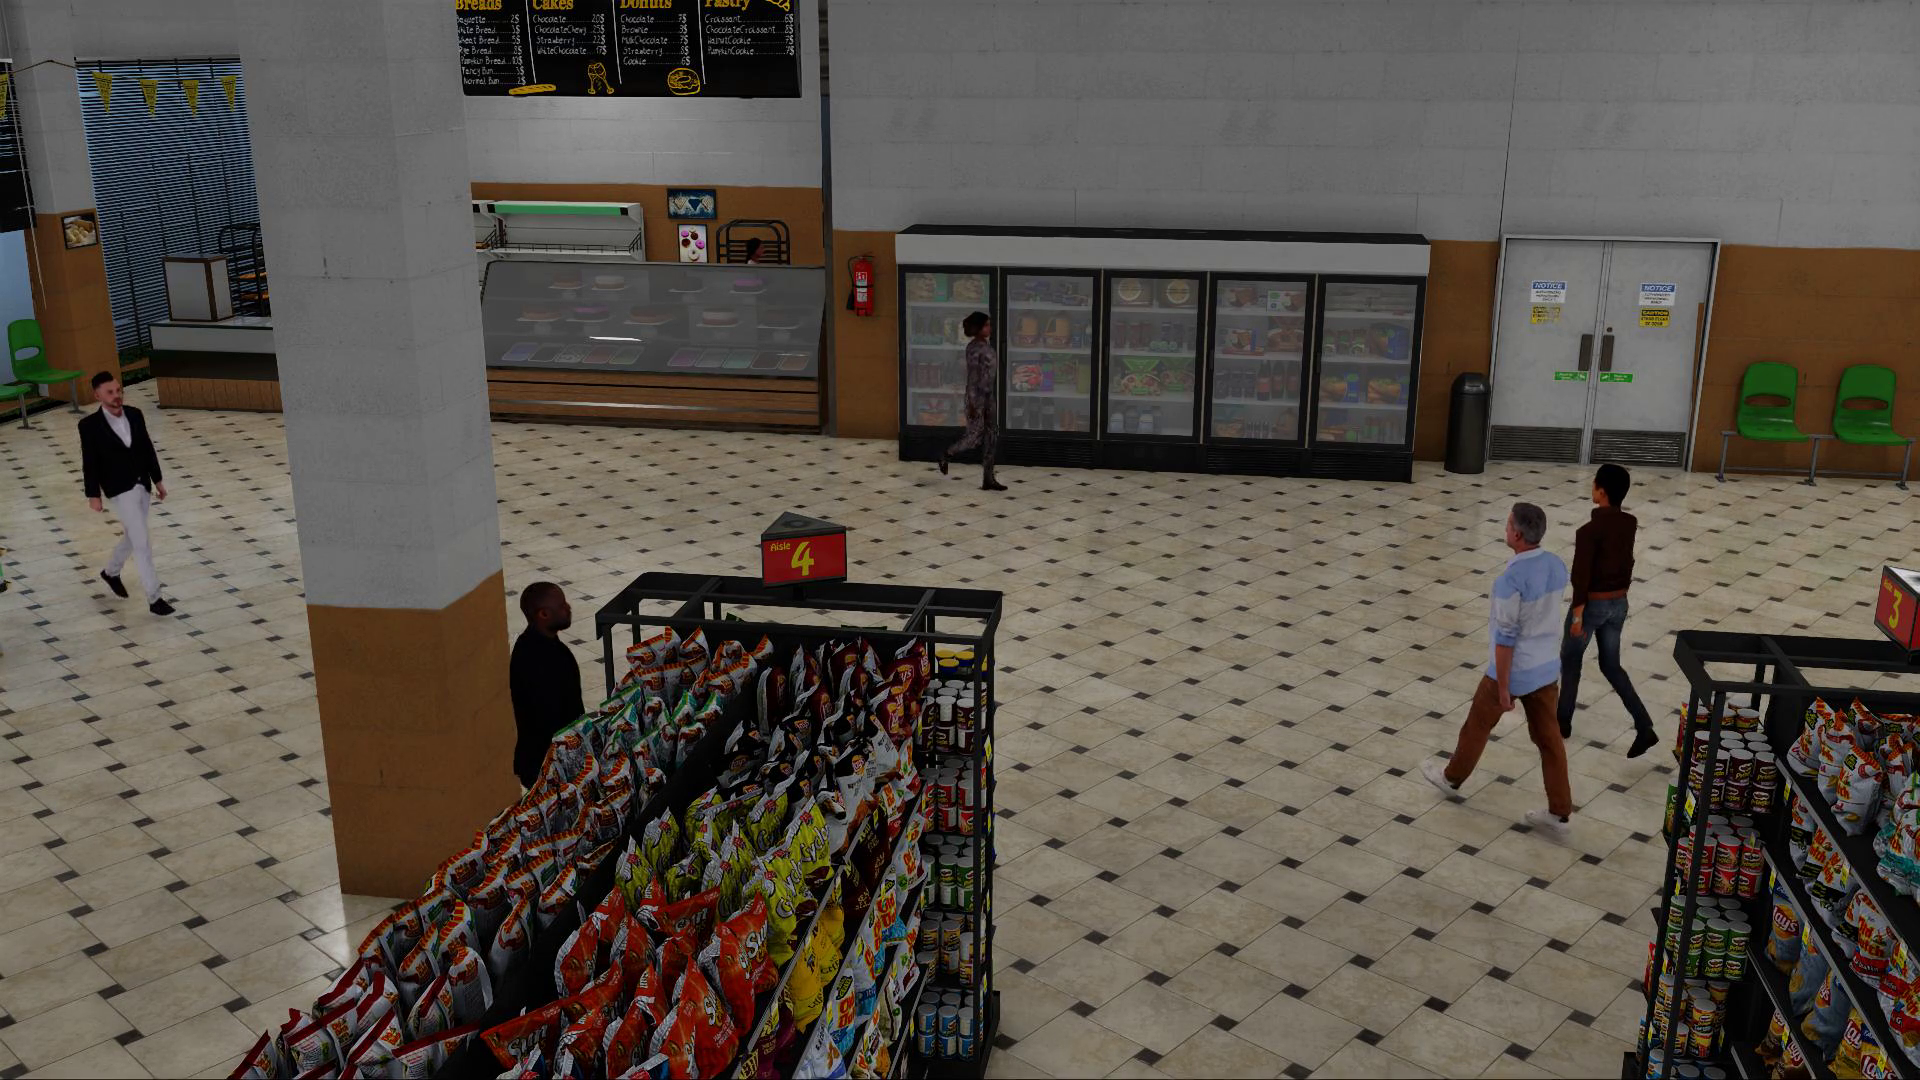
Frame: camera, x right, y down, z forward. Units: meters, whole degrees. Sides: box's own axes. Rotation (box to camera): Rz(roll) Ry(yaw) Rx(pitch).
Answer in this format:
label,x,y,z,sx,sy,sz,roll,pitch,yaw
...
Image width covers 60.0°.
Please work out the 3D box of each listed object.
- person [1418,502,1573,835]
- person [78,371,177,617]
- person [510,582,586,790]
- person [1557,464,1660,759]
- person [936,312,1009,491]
label,x,y,z,sx,sy,sz,roll,pitch,yaw
person,3.084,0.726,8.908,1.138,1.779,1.249,-10,19,-29
person,-6.269,-0.358,12.424,0.964,1.809,1.203,8,19,26
person,-1.947,1.078,7.708,0.978,1.803,1.047,-3,17,-11
person,3.871,0.446,9.866,1.060,1.758,1.196,-8,19,-25
person,0.115,-1.297,15.710,0.826,1.697,0.984,8,19,25
